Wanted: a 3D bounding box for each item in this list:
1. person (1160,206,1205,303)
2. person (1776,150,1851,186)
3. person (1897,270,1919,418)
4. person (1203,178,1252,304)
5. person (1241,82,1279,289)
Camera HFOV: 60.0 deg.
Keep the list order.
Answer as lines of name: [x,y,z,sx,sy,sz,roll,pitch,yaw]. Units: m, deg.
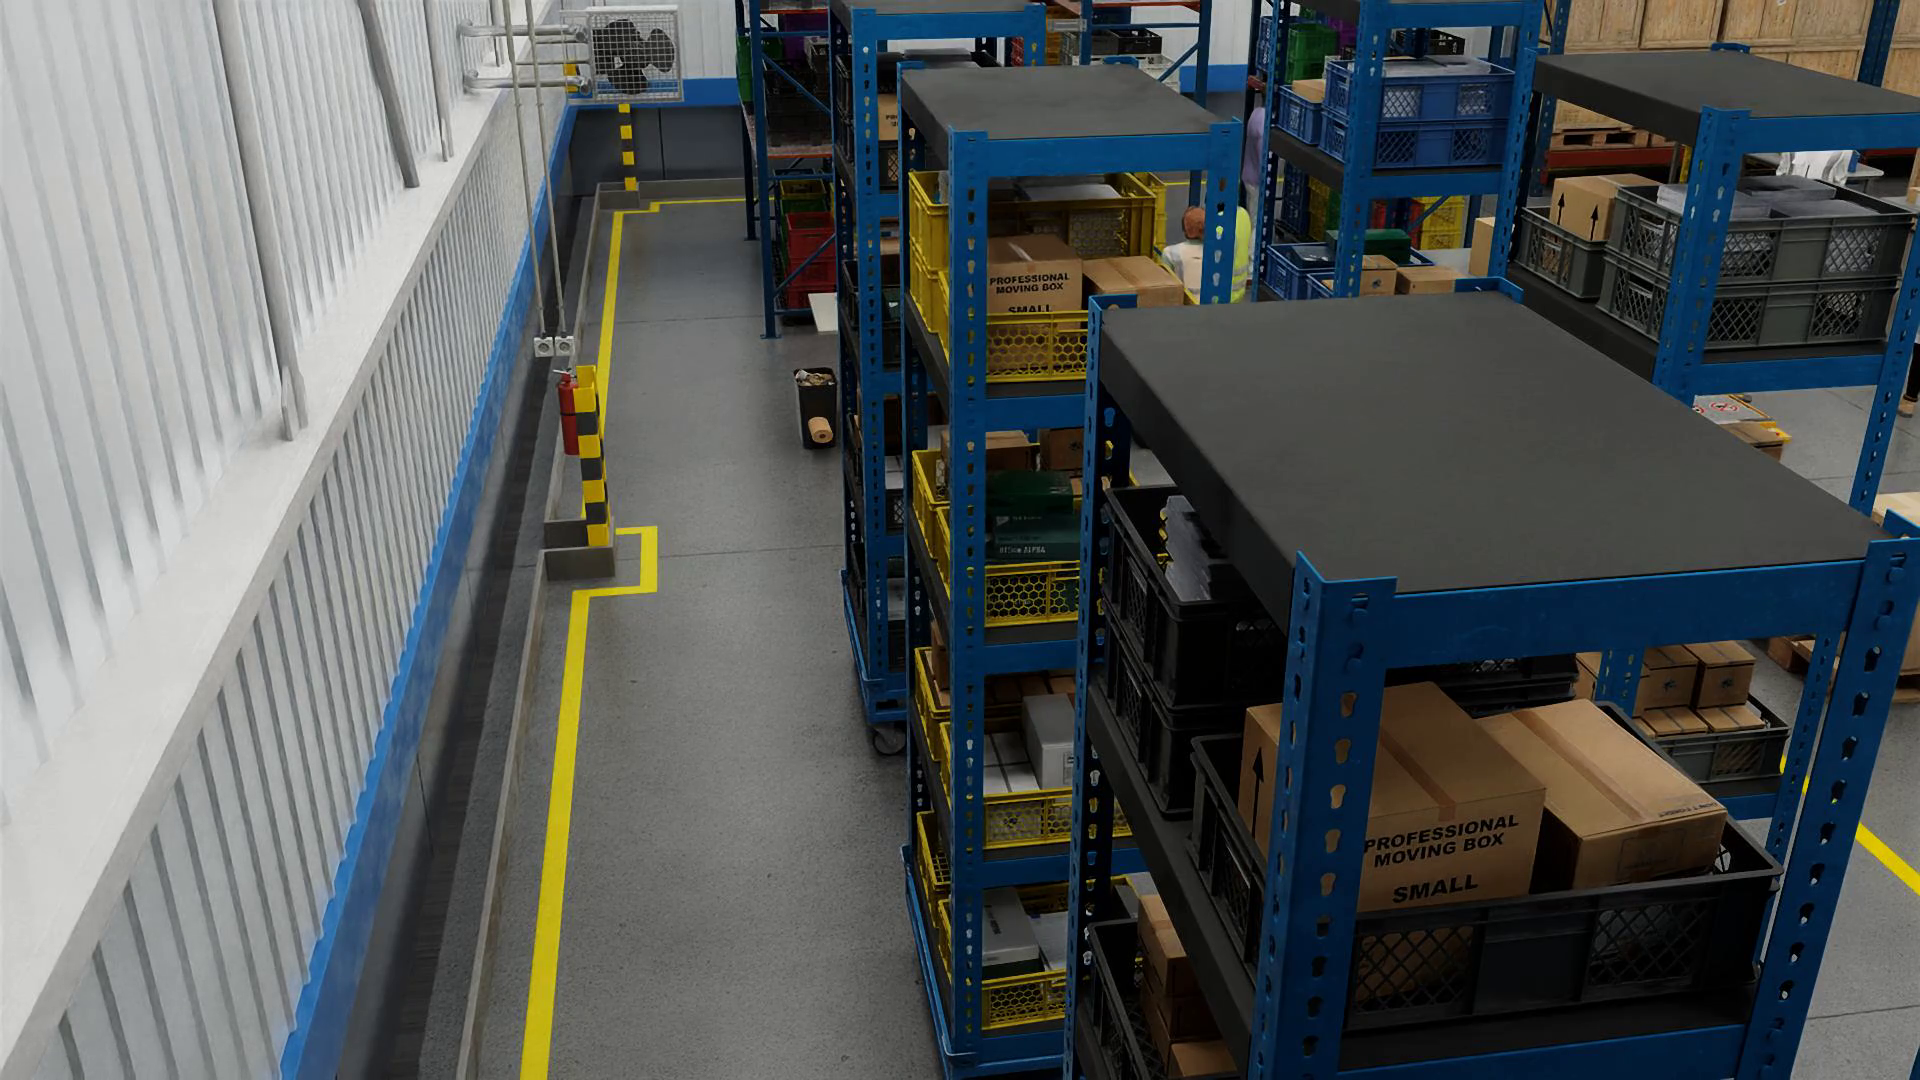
person: [1.684,-1.618,12.168,0.525,1.631,0.314,-4,25,-9]
person: [7.442,-2.918,14.691,0.574,1.887,0.356,19,31,35]
person: [7.300,-1.726,12.320,0.533,1.699,0.318,2,25,4]
person: [1.883,-1.791,12.292,0.429,1.842,0.637,13,28,27]
person: [2.803,-3.314,15.497,0.369,1.932,0.633,1,25,2]
